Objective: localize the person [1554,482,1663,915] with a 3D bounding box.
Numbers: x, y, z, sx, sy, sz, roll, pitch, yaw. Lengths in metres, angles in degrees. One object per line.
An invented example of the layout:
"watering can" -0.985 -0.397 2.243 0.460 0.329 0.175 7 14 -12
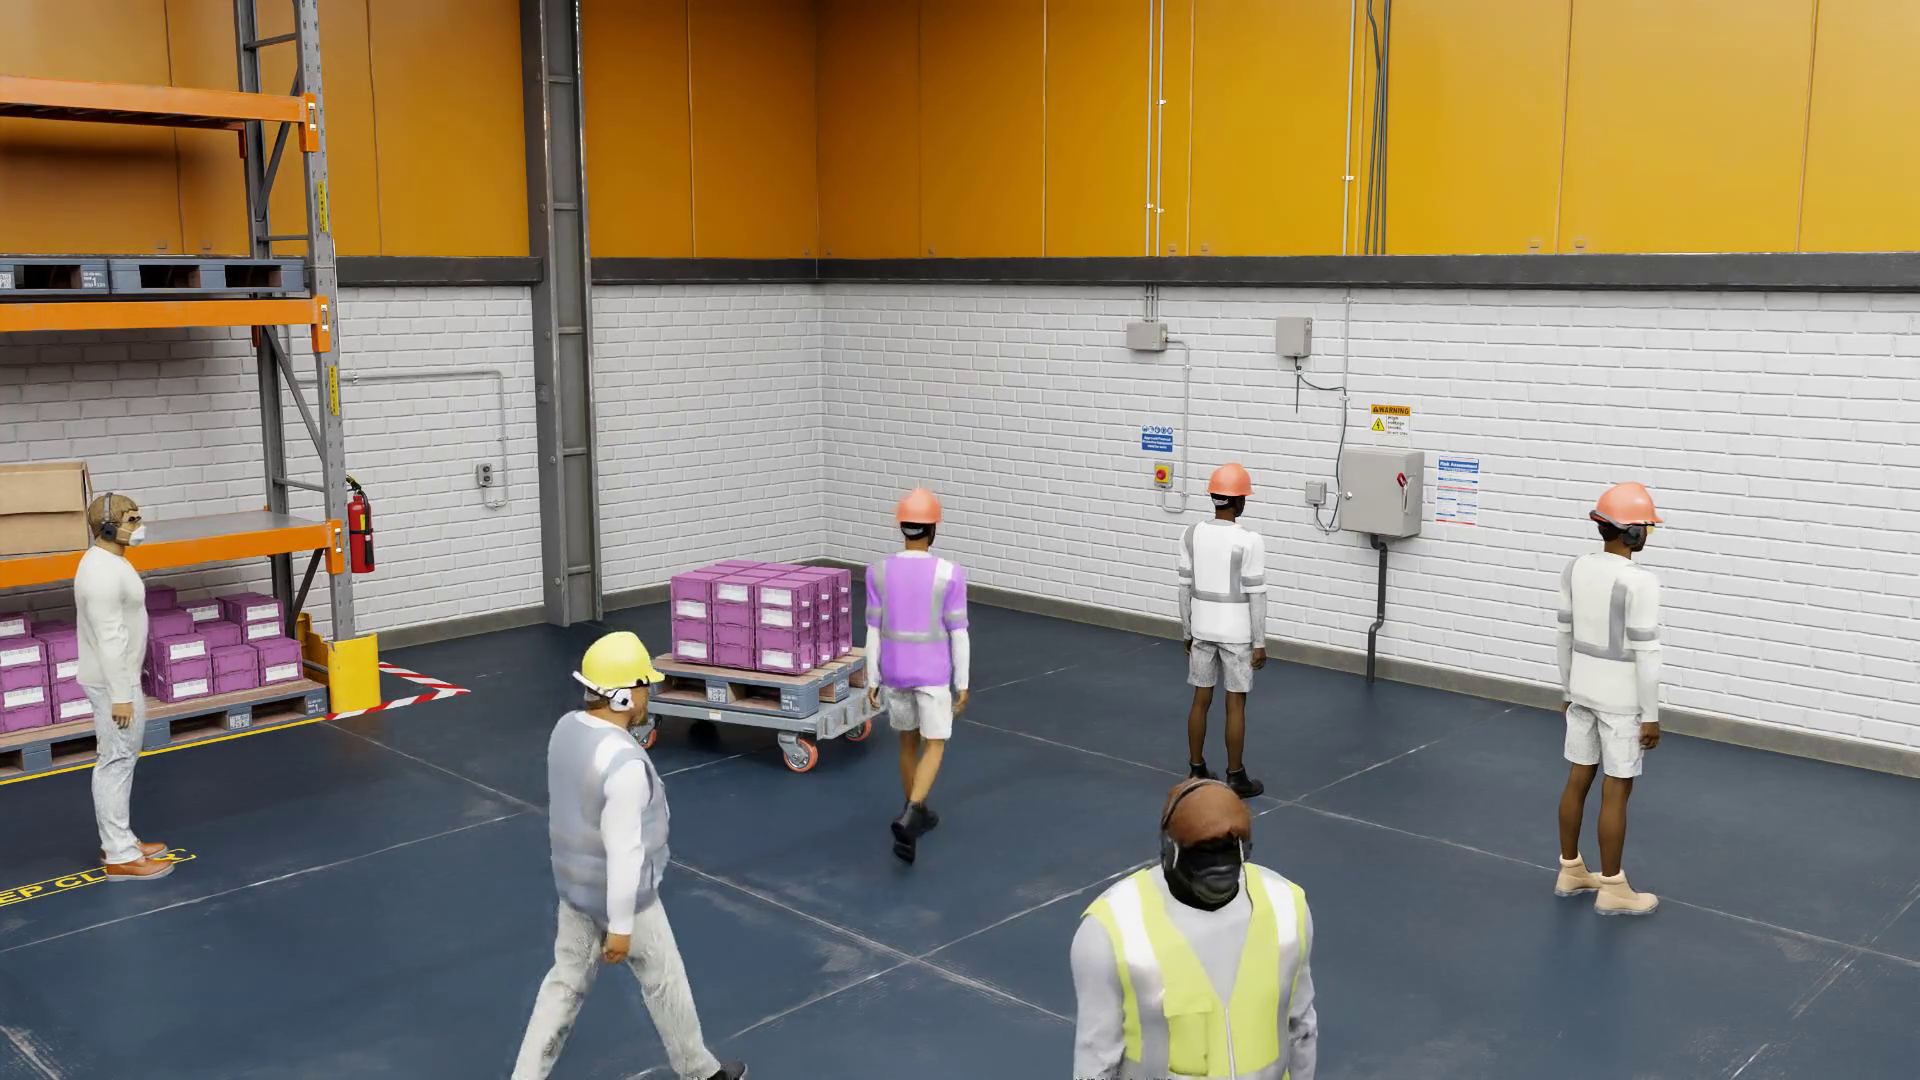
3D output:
"person" 3.087 0.740 7.876 0.383 2.045 0.605 -3 10 -20

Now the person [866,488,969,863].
"person" -0.238 0.693 8.595 0.553 1.914 0.829 3 10 16

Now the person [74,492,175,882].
"person" -4.203 0.722 8.311 0.371 1.939 0.629 -5 10 -26

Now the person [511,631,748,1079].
"person" -1.237 1.199 5.870 0.916 1.789 0.590 -8 12 -40

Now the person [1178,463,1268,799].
"person" 1.521 0.521 9.544 0.552 1.937 0.356 7 12 38

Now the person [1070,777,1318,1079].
"person" 0.581 1.464 4.104 0.627 1.833 0.434 -2 10 -13
